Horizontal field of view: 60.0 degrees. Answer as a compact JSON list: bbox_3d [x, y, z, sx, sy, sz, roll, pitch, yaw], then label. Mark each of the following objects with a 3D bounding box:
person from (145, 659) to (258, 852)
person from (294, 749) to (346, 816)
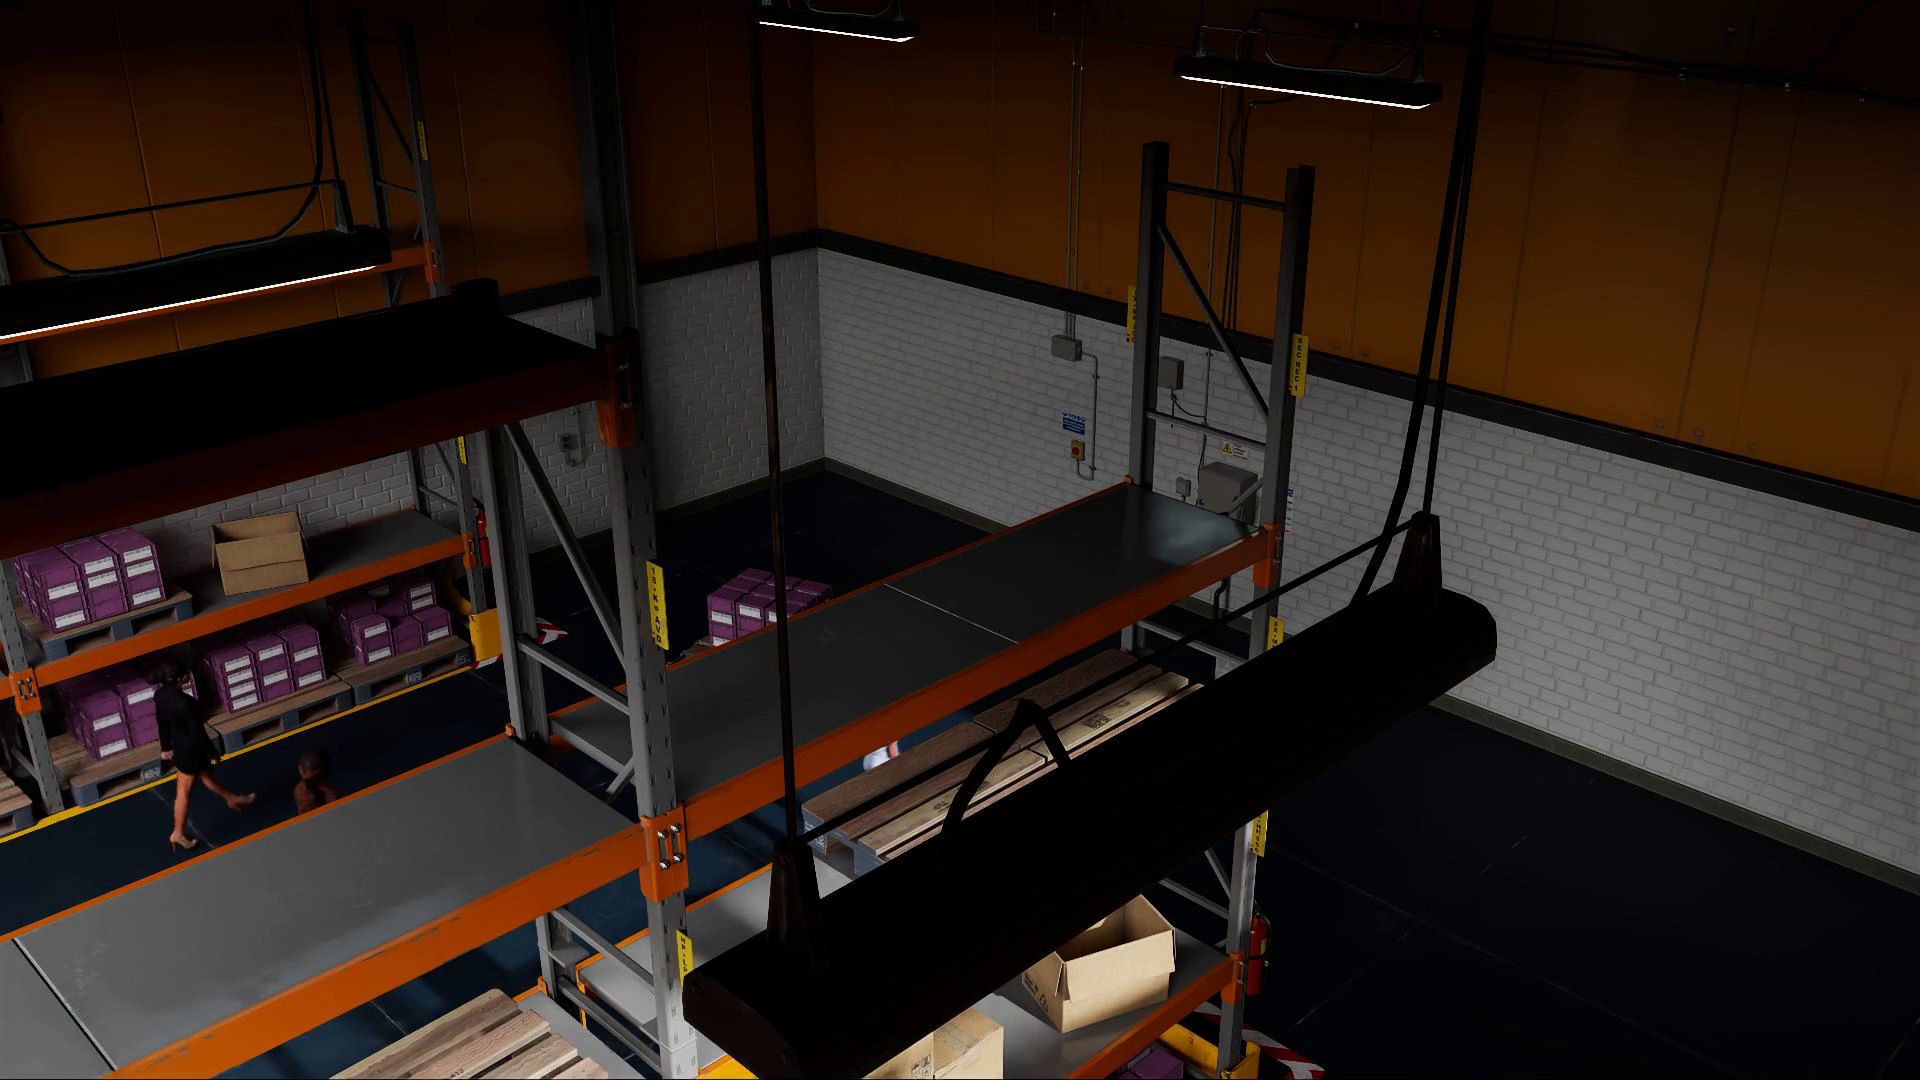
[{"bbox_3d":[-6.104,1.720,13.008,0.685,1.605,1.038,17,29,34],"label":"person"},{"bbox_3d":[-4.475,2.258,11.650,0.877,1.707,1.029,5,24,12],"label":"person"}]
